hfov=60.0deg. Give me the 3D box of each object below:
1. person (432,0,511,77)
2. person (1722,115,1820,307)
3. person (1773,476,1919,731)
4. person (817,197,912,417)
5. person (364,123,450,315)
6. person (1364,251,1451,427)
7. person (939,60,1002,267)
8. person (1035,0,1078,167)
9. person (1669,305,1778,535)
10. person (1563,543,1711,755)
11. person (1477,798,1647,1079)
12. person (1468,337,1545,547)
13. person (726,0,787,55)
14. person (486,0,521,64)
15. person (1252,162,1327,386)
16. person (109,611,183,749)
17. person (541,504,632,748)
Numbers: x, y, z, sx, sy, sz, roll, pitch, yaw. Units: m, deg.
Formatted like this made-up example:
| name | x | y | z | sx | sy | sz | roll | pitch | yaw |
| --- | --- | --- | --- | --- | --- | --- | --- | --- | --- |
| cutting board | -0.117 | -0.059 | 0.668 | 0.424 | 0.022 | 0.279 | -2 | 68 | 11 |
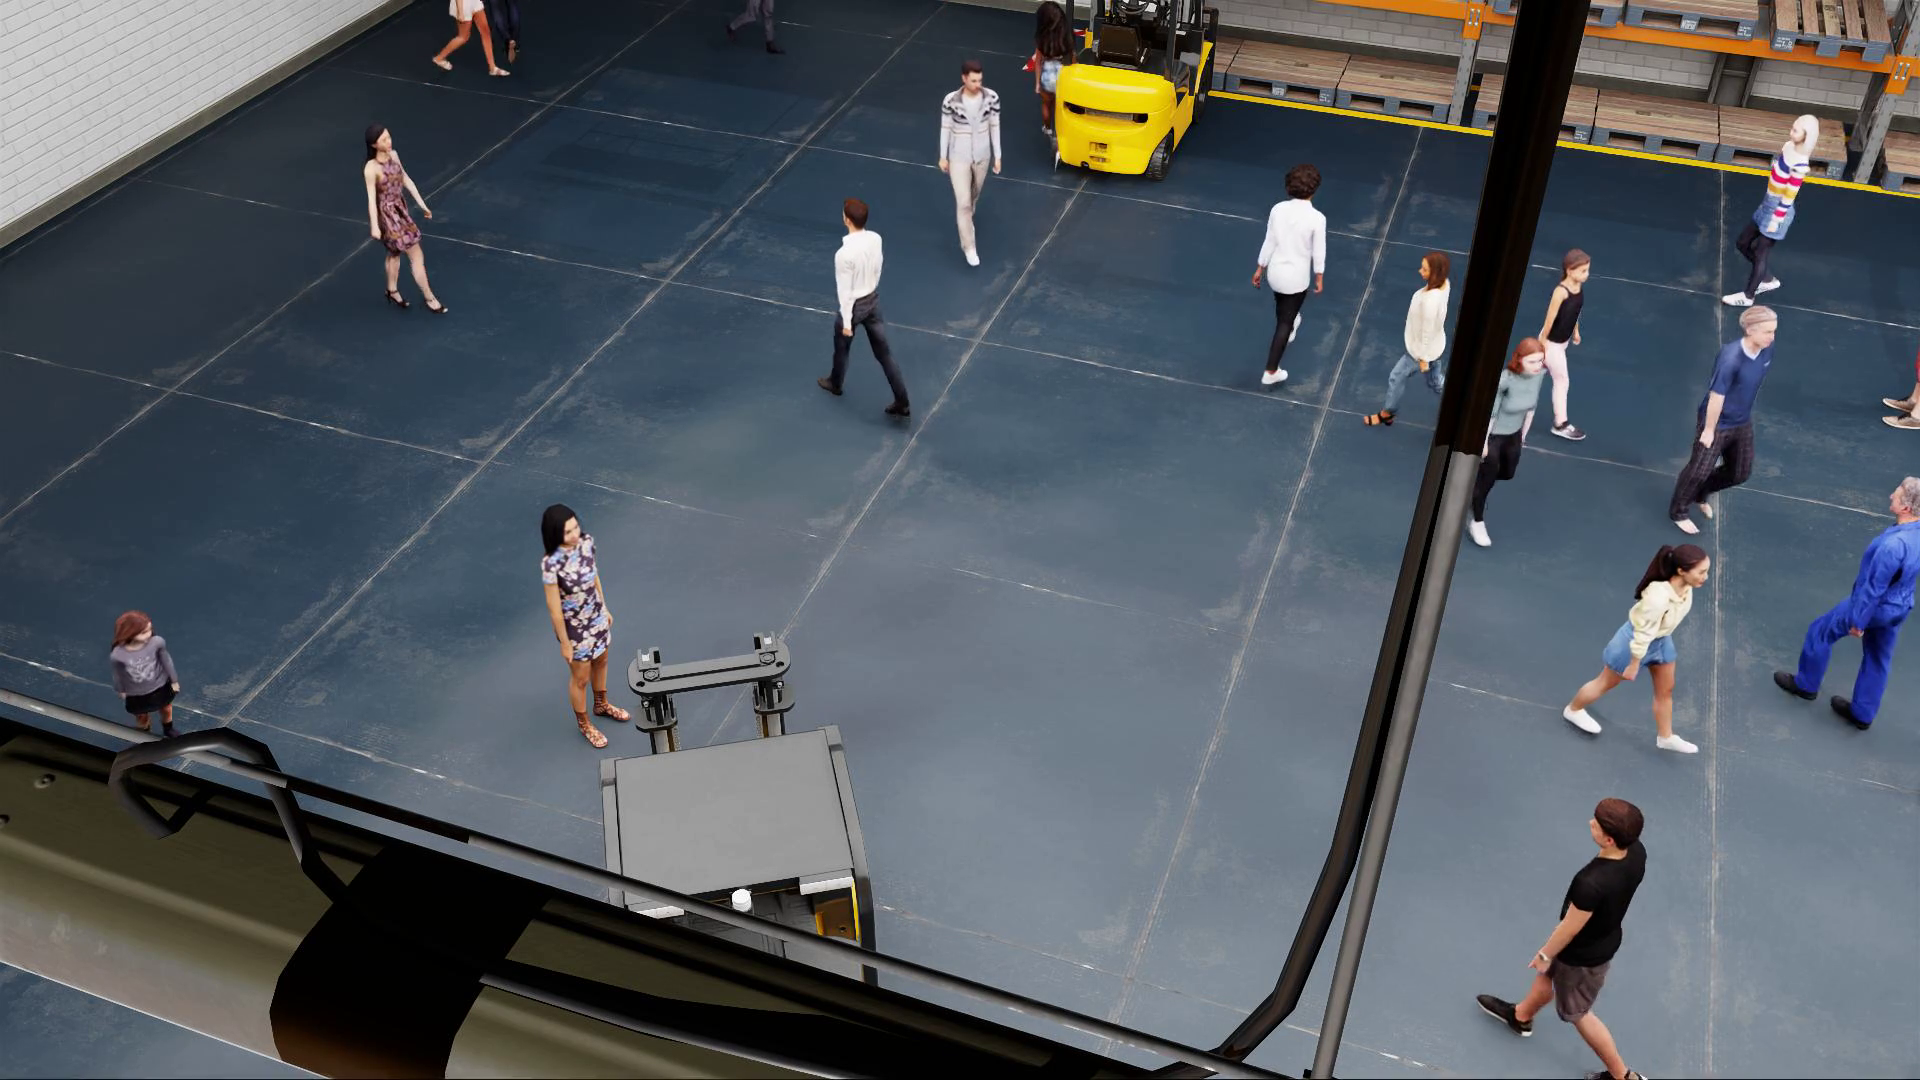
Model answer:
| name | x | y | z | sx | sy | sz | roll | pitch | yaw |
| --- | --- | --- | --- | --- | --- | --- | --- | --- | --- |
| person | -5.481 | -5.850 | 18.167 | 1.117 | 1.660 | 0.792 | 2 | 39 | 2 |
| person | 7.054 | -2.794 | 14.227 | 0.759 | 1.802 | 0.737 | 5 | 39 | 6 |
| person | 5.684 | 0.449 | 10.164 | 0.996 | 1.804 | 1.056 | -15 | 41 | -18 |
| person | -0.692 | -1.747 | 12.898 | 1.313 | 1.824 | 1.006 | 29 | 47 | 31 |
| person | -4.914 | -2.733 | 14.194 | 0.908 | 1.748 | 0.710 | 5 | 39 | 6 |
| person | 3.631 | -1.438 | 12.665 | 1.115 | 1.632 | 0.717 | 20 | 43 | 23 |
| person | 0.076 | -3.518 | 15.128 | 1.225 | 1.809 | 1.205 | -10 | 40 | -13 |
| person | 0.951 | -4.485 | 16.545 | 1.066 | 1.552 | 0.905 | 0 | 39 | 0 |
| person | 5.345 | -0.890 | 11.800 | 0.809 | 1.855 | 0.869 | -16 | 41 | -19 |
| person | 4.097 | 0.611 | 10.137 | 1.132 | 1.585 | 0.902 | 29 | 47 | 31 |
| person | 3.156 | 2.024 | 8.165 | 1.251 | 1.837 | 0.958 | 28 | 47 | 31 |
| person | 3.759 | -0.750 | 11.730 | 0.858 | 1.724 | 0.906 | -15 | 41 | -18 |
| person | -2.337 | -6.313 | 18.662 | 0.901 | 1.766 | 0.587 | 11 | 40 | 14 |
| person | -5.117 | -6.241 | 18.513 | 1.036 | 1.840 | 1.083 | -14 | 41 | -16 |
| person | 2.618 | -2.091 | 13.400 | 1.230 | 1.736 | 0.946 | 24 | 45 | 27 |
| person | -5.033 | 0.861 | 10.227 | 0.627 | 1.081 | 0.655 | -13 | 40 | -16 |
| person | -2.313 | 0.503 | 10.154 | 0.556 | 1.733 | 0.617 | 18 | 42 | 21 |
